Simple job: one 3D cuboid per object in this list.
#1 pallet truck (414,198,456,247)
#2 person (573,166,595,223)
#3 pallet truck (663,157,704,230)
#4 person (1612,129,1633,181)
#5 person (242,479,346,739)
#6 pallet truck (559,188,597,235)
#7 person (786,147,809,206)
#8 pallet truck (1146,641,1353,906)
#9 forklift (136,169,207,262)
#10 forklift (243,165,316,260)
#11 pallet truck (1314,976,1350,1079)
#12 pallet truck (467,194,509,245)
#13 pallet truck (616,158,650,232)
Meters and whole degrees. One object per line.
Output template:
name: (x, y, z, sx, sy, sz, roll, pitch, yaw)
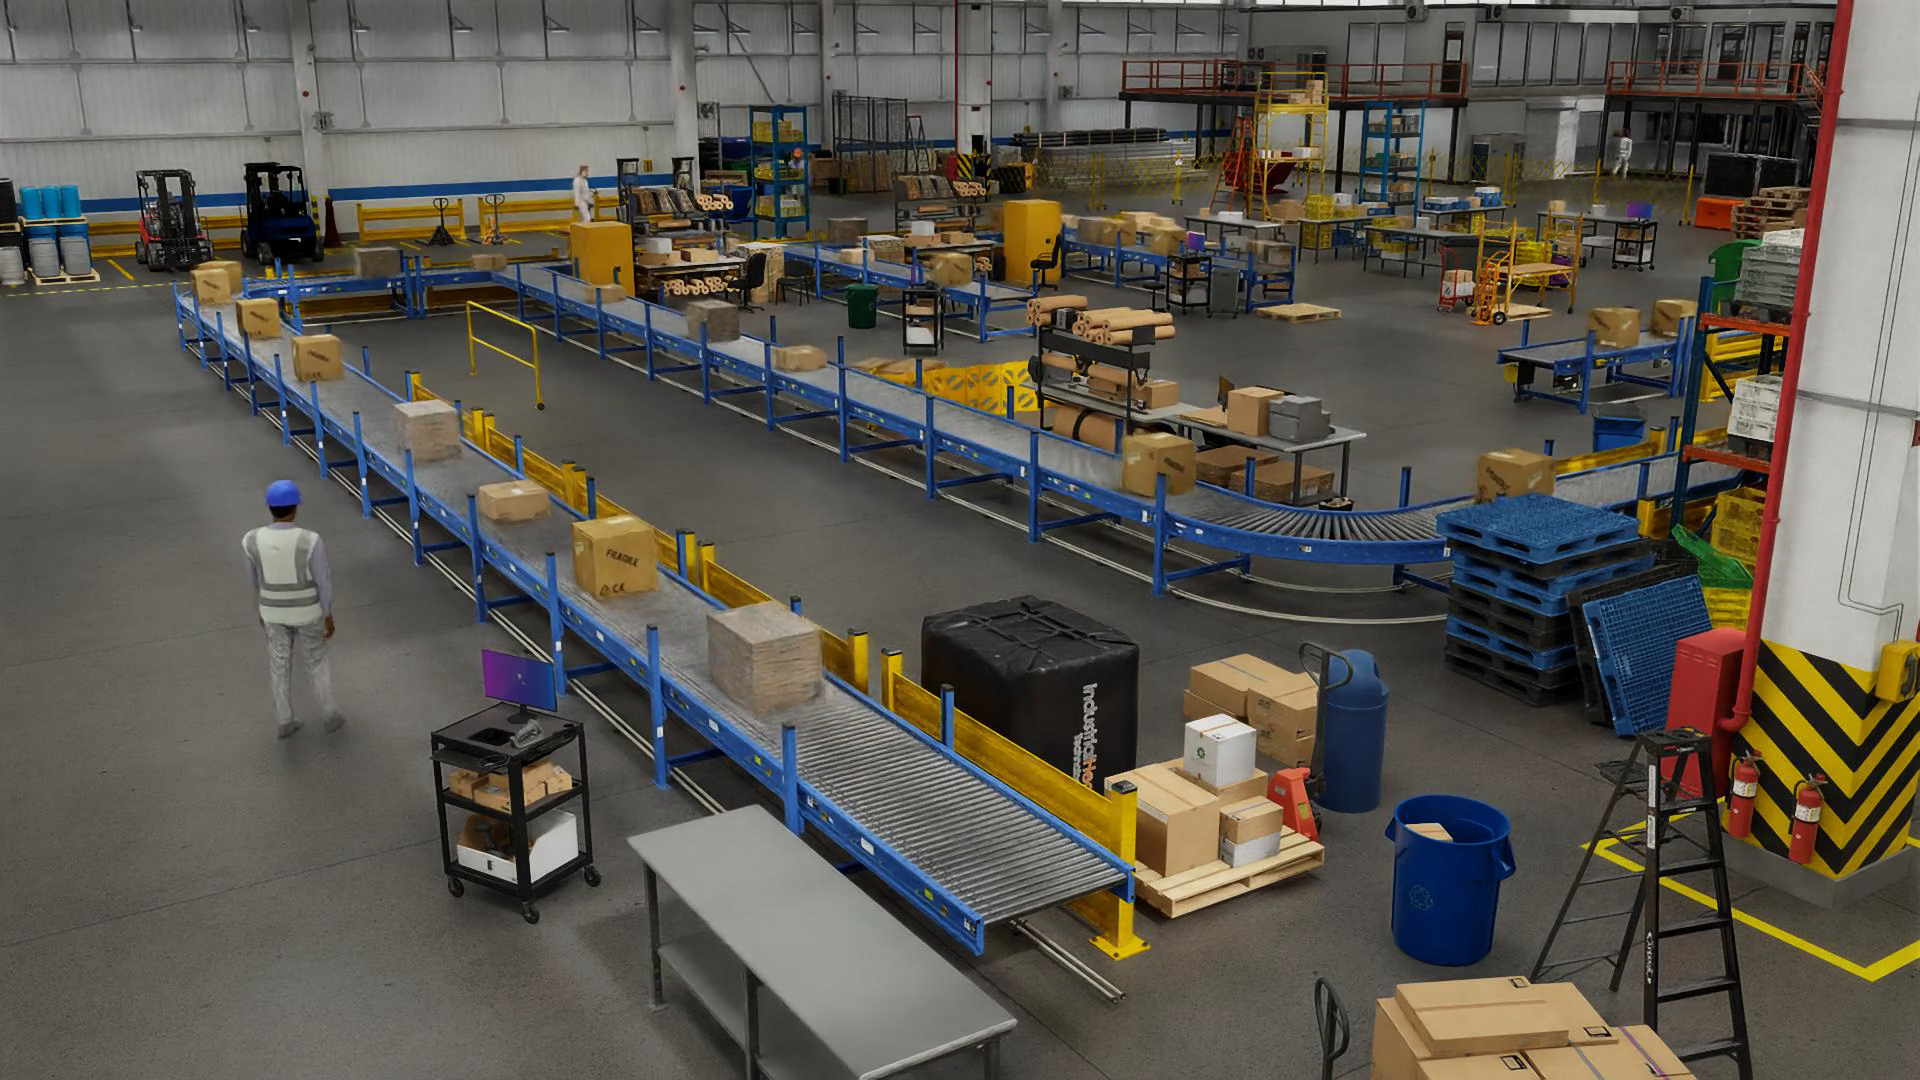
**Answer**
pallet truck: (-13.250, -8.060, 41.856, 0.680, 1.201, 1.601, -10, 20, -31)
person: (-9.634, -8.634, 42.669, 0.693, 1.870, 0.668, 1, 17, 3)
pallet truck: (-7.586, -9.308, 44.692, 0.823, 1.965, 1.885, -11, 20, -33)
person: (24.059, -13.944, 60.350, 0.769, 1.863, 0.584, -12, 20, -34)
person: (-4.852, 0.510, 12.114, 0.612, 1.944, 0.402, 0, 17, 0)
pallet truck: (-10.010, -8.652, 43.699, 0.653, 1.274, 1.630, -10, 20, -31)
person: (-4.665, -10.289, 47.917, 0.631, 2.022, 0.527, 2, 17, 8)
pallet truck: (1.664, 1.407, 10.232, 1.630, 1.274, 0.653, -10, 20, -31)
forklift: (-17.842, -7.318, 37.559, 1.157, 1.987, 2.680, -10, 20, -31)
forklift: (-15.898, -7.669, 38.708, 1.157, 1.987, 2.680, -11, 20, -33)
pallet truck: (2.299, 2.390, 7.086, 1.601, 1.201, 0.680, -2, 17, -7)
pallet truck: (-11.983, -8.177, 42.137, 0.704, 1.261, 1.522, -11, 20, -33)
pallet truck: (-8.918, -9.176, 44.255, 0.823, 1.965, 1.885, -9, 19, -27)
